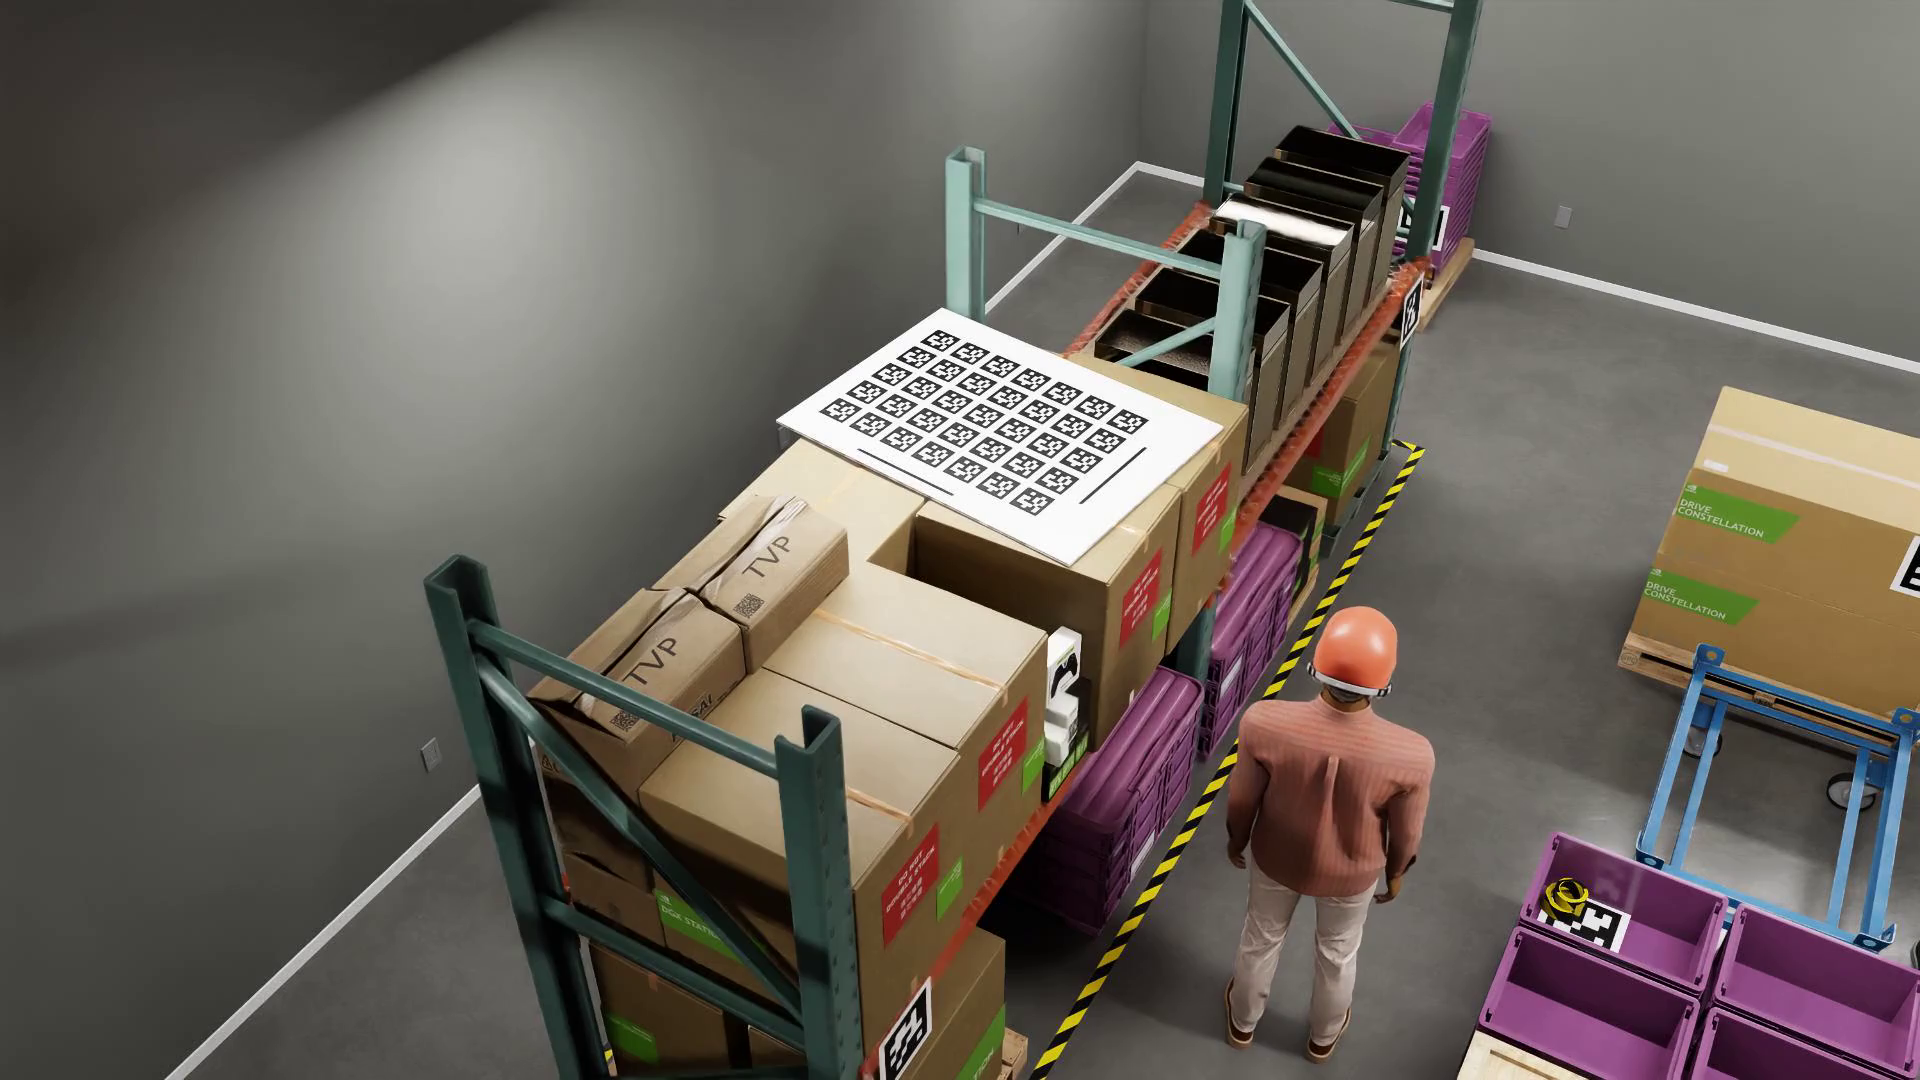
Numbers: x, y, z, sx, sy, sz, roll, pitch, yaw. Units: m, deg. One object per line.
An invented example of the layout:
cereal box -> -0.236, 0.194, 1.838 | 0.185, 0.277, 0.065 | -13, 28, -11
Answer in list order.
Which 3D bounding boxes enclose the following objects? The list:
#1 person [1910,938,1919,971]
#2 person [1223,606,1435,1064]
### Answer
person -> 3.709, 0.949, 5.547 | 0.591, 1.833, 0.403 | 23, 45, 25
person -> 1.152, 0.994, 5.369 | 0.609, 1.995, 0.376 | 10, 41, 12
